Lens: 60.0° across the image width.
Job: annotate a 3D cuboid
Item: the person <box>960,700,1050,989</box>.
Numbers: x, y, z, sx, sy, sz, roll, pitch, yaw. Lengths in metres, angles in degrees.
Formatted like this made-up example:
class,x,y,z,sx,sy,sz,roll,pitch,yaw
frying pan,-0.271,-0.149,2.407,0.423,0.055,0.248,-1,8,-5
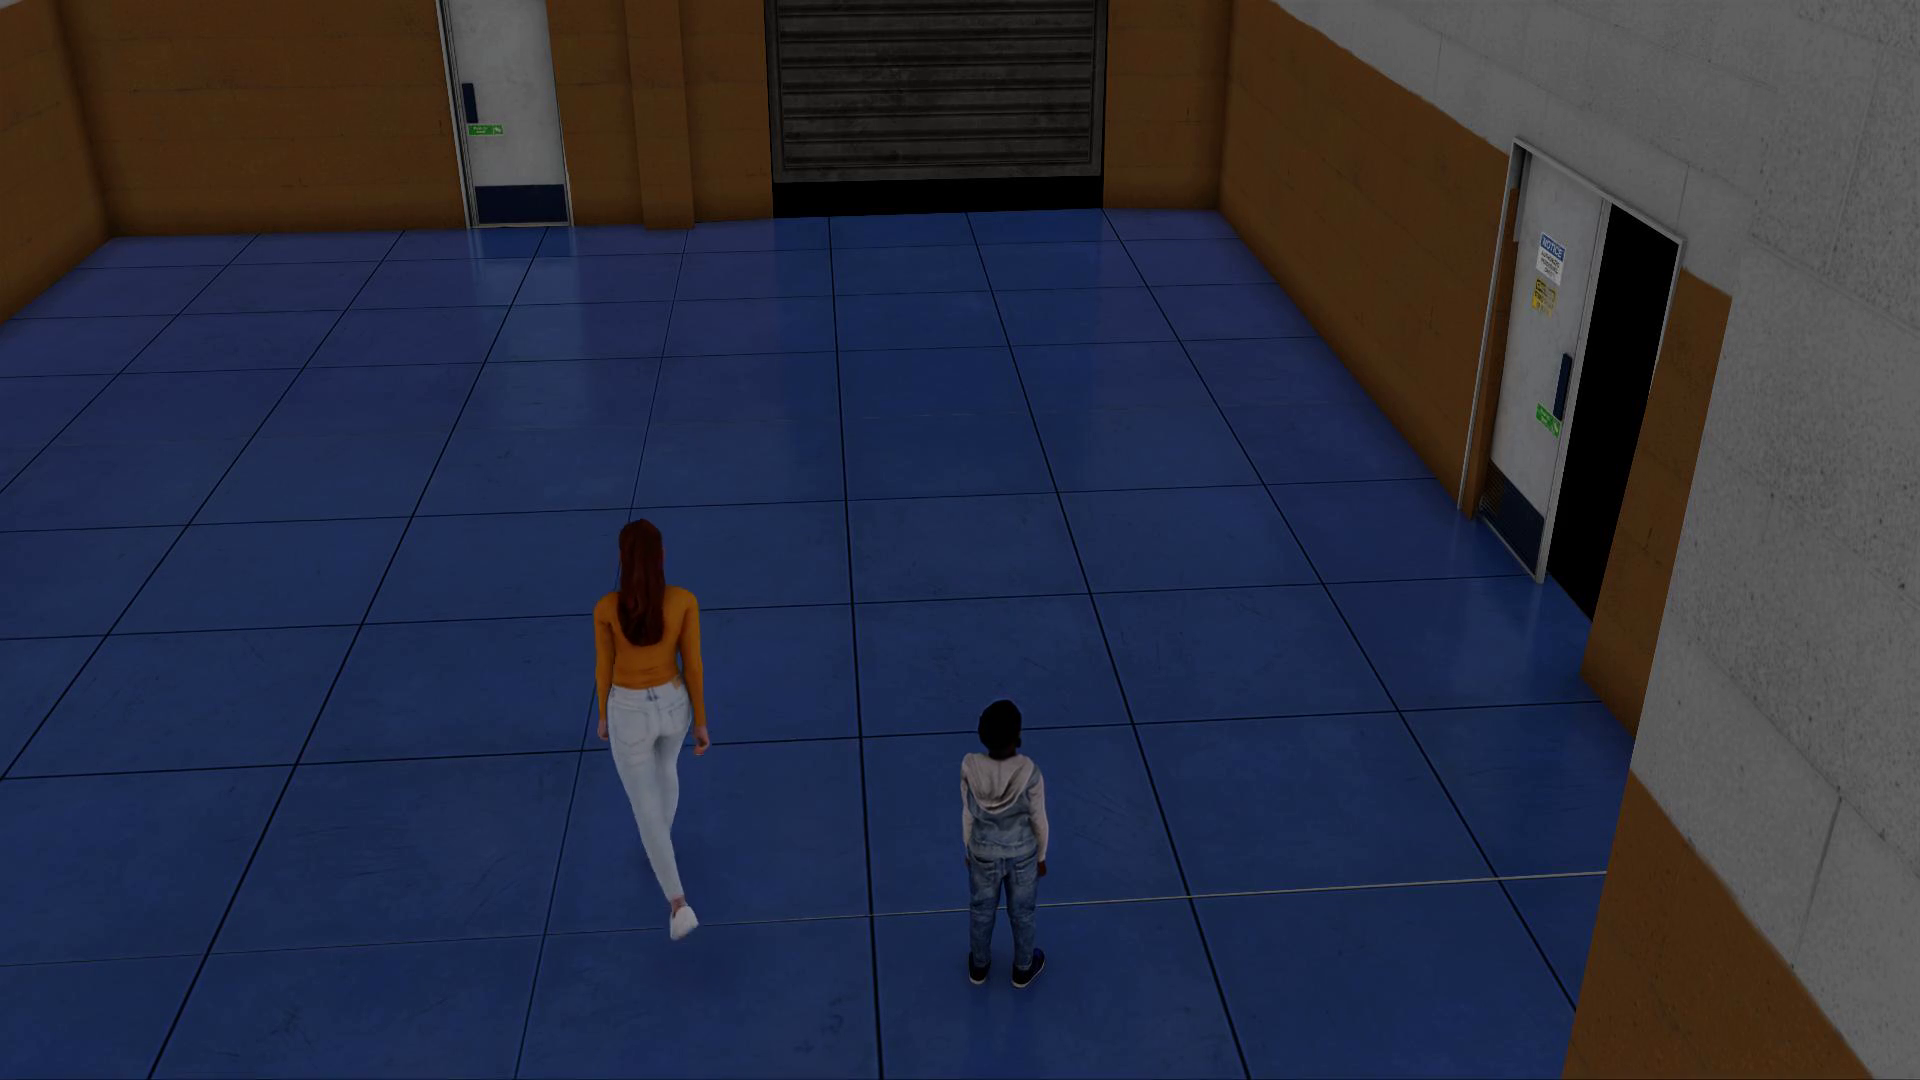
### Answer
class,x,y,z,sx,sy,sz,roll,pitch,yaw
person,0.158,1.149,6.264,0.500,1.261,0.593,5,27,10

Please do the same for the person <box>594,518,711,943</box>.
class,x,y,z,sx,sy,sz,roll,pitch,yaw
person,-1.193,0.771,6.507,1.161,1.716,0.860,-10,29,-19
